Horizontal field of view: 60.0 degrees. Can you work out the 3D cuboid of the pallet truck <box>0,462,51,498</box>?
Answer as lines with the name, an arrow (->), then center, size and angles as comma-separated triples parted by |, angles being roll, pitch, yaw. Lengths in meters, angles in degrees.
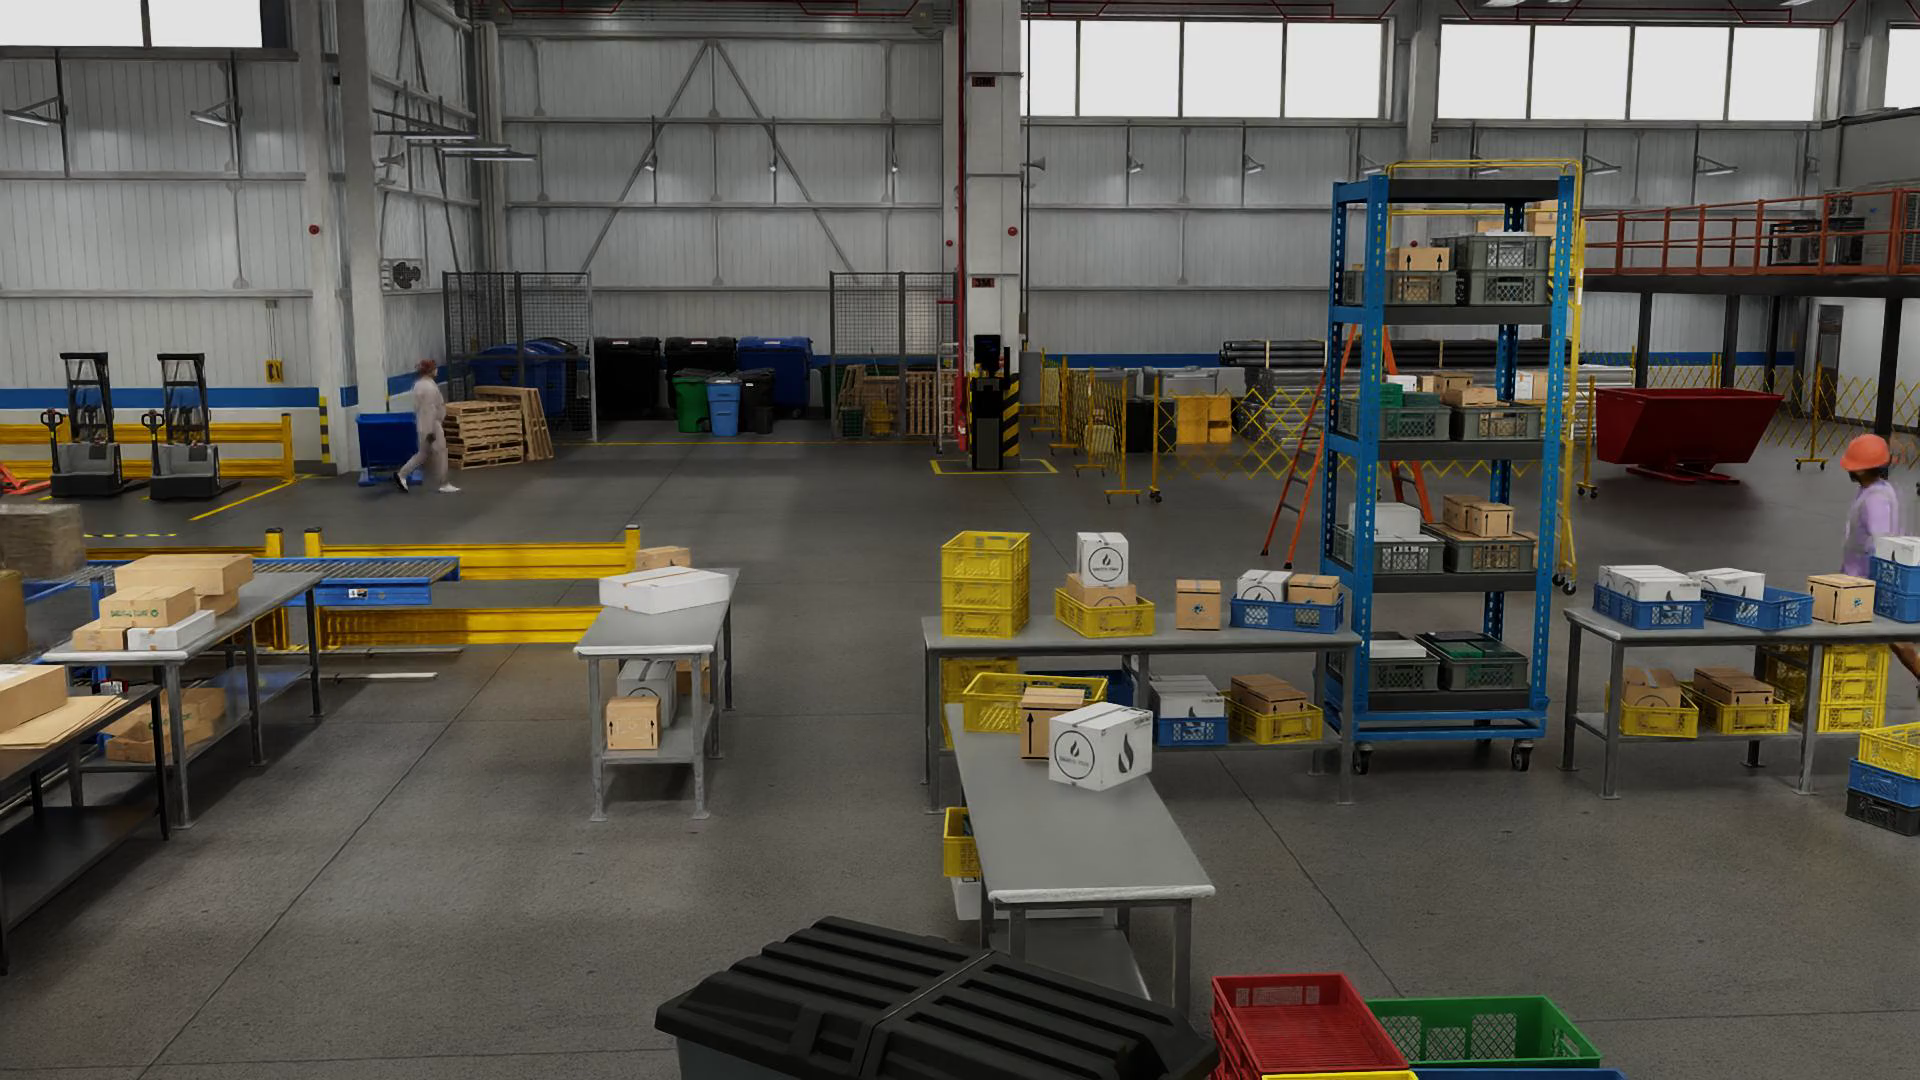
pallet truck -> -13.193, -1.293, 23.148 | 0.653, 1.274, 1.630 | -1, 9, -4

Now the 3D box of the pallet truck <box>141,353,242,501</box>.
pallet truck -> -10.520, -1.604, 22.925 | 0.823, 1.965, 1.885 | -1, 9, -6

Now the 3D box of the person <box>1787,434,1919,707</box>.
person -> 6.243, 0.261, 11.260 | 0.971, 1.995, 0.635 | 6, 11, 33

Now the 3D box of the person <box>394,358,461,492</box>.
person -> -7.466, -1.586, 23.172 | 0.800, 1.888, 0.644 | -6, 11, -32

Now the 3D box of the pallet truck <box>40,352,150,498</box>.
pallet truck -> -11.907, -1.642, 23.165 | 0.823, 1.965, 1.885 | 0, 9, 0
